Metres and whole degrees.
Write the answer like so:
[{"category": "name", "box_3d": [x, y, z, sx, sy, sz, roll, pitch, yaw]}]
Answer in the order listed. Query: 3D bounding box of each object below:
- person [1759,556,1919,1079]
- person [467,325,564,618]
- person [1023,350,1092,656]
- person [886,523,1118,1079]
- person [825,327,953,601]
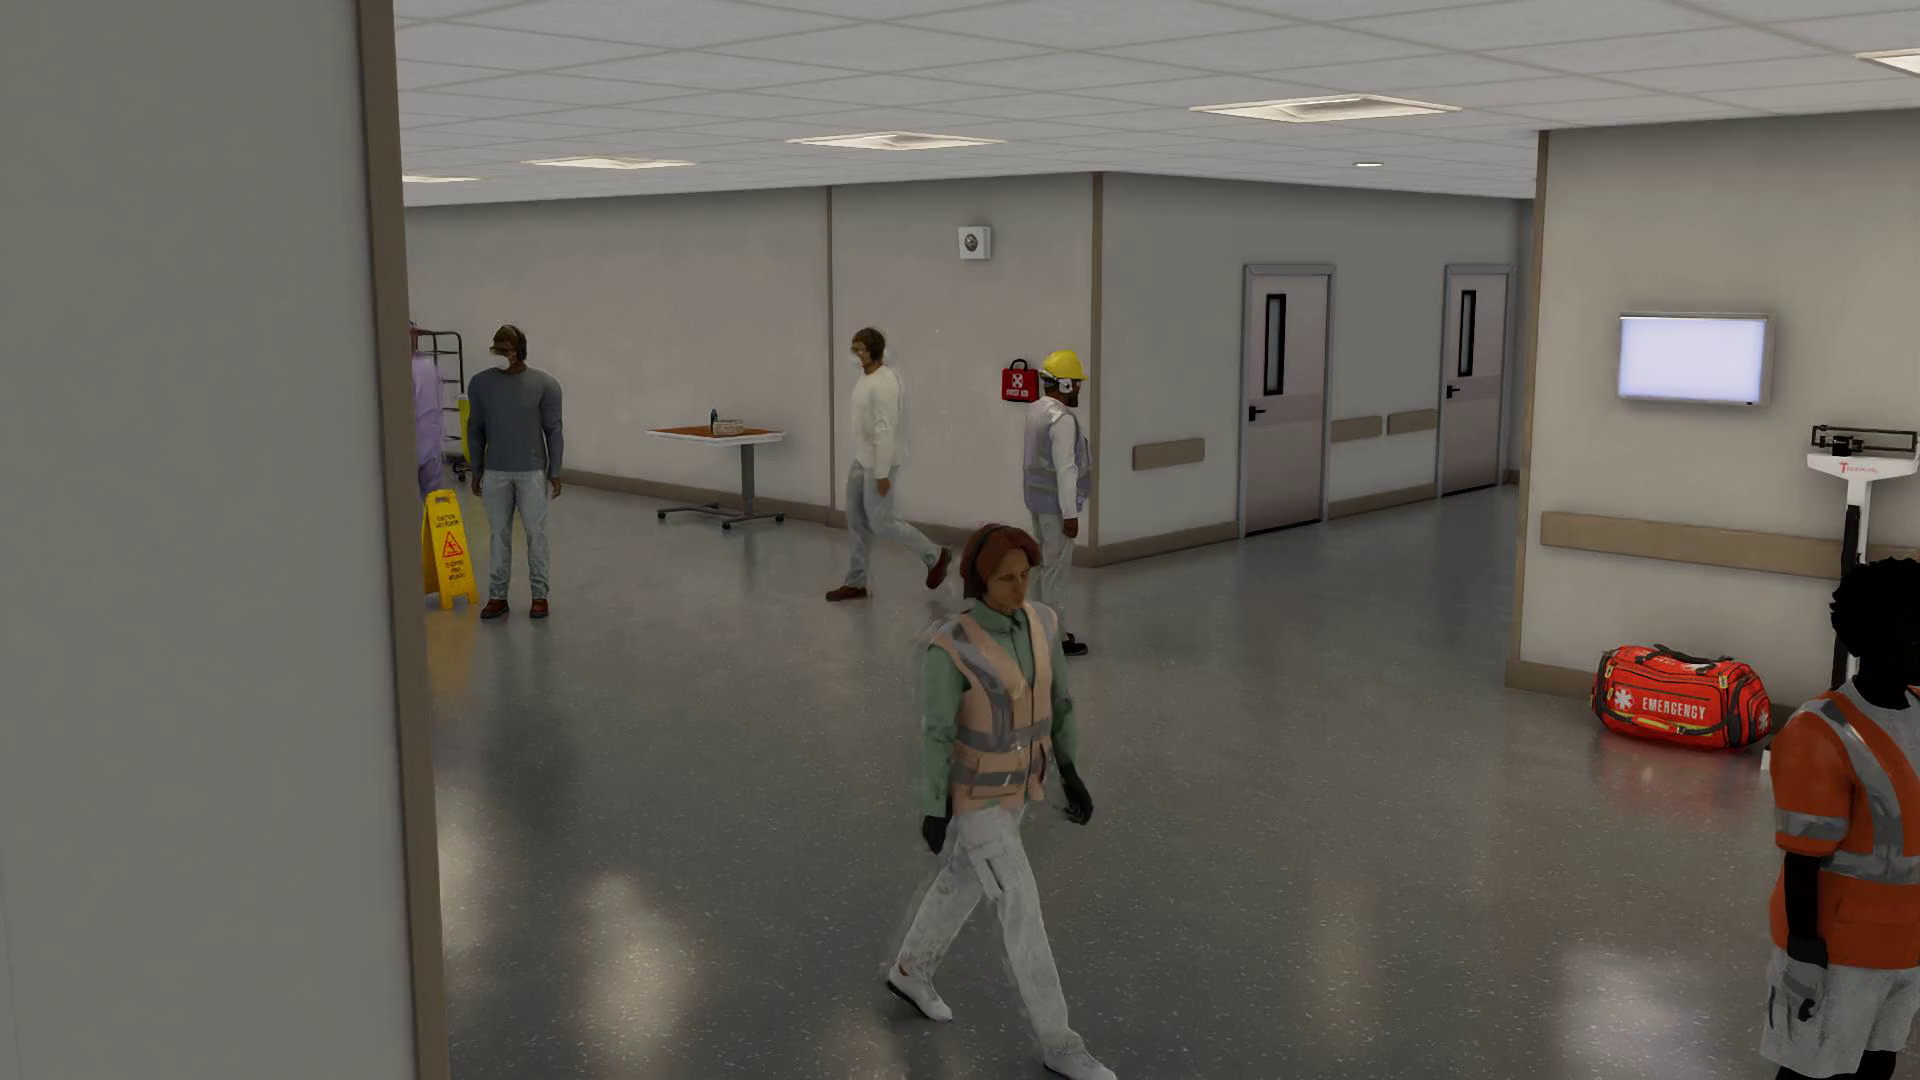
[{"category": "person", "box_3d": [1.958, 0.872, 3.619, 0.540, 1.696, 0.315, -6, 11, -31]}, {"category": "person", "box_3d": [-2.924, -0.444, 10.960, 0.627, 1.936, 0.375, 0, 9, 1]}, {"category": "person", "box_3d": [0.581, -0.219, 9.936, 0.403, 1.824, 0.590, -2, 10, -15]}, {"category": "person", "box_3d": [0.081, 0.726, 4.838, 0.880, 1.590, 0.504, 7, 11, 36]}, {"category": "person", "box_3d": [-0.507, -0.519, 11.518, 0.810, 1.915, 0.631, -3, 10, -17]}]
